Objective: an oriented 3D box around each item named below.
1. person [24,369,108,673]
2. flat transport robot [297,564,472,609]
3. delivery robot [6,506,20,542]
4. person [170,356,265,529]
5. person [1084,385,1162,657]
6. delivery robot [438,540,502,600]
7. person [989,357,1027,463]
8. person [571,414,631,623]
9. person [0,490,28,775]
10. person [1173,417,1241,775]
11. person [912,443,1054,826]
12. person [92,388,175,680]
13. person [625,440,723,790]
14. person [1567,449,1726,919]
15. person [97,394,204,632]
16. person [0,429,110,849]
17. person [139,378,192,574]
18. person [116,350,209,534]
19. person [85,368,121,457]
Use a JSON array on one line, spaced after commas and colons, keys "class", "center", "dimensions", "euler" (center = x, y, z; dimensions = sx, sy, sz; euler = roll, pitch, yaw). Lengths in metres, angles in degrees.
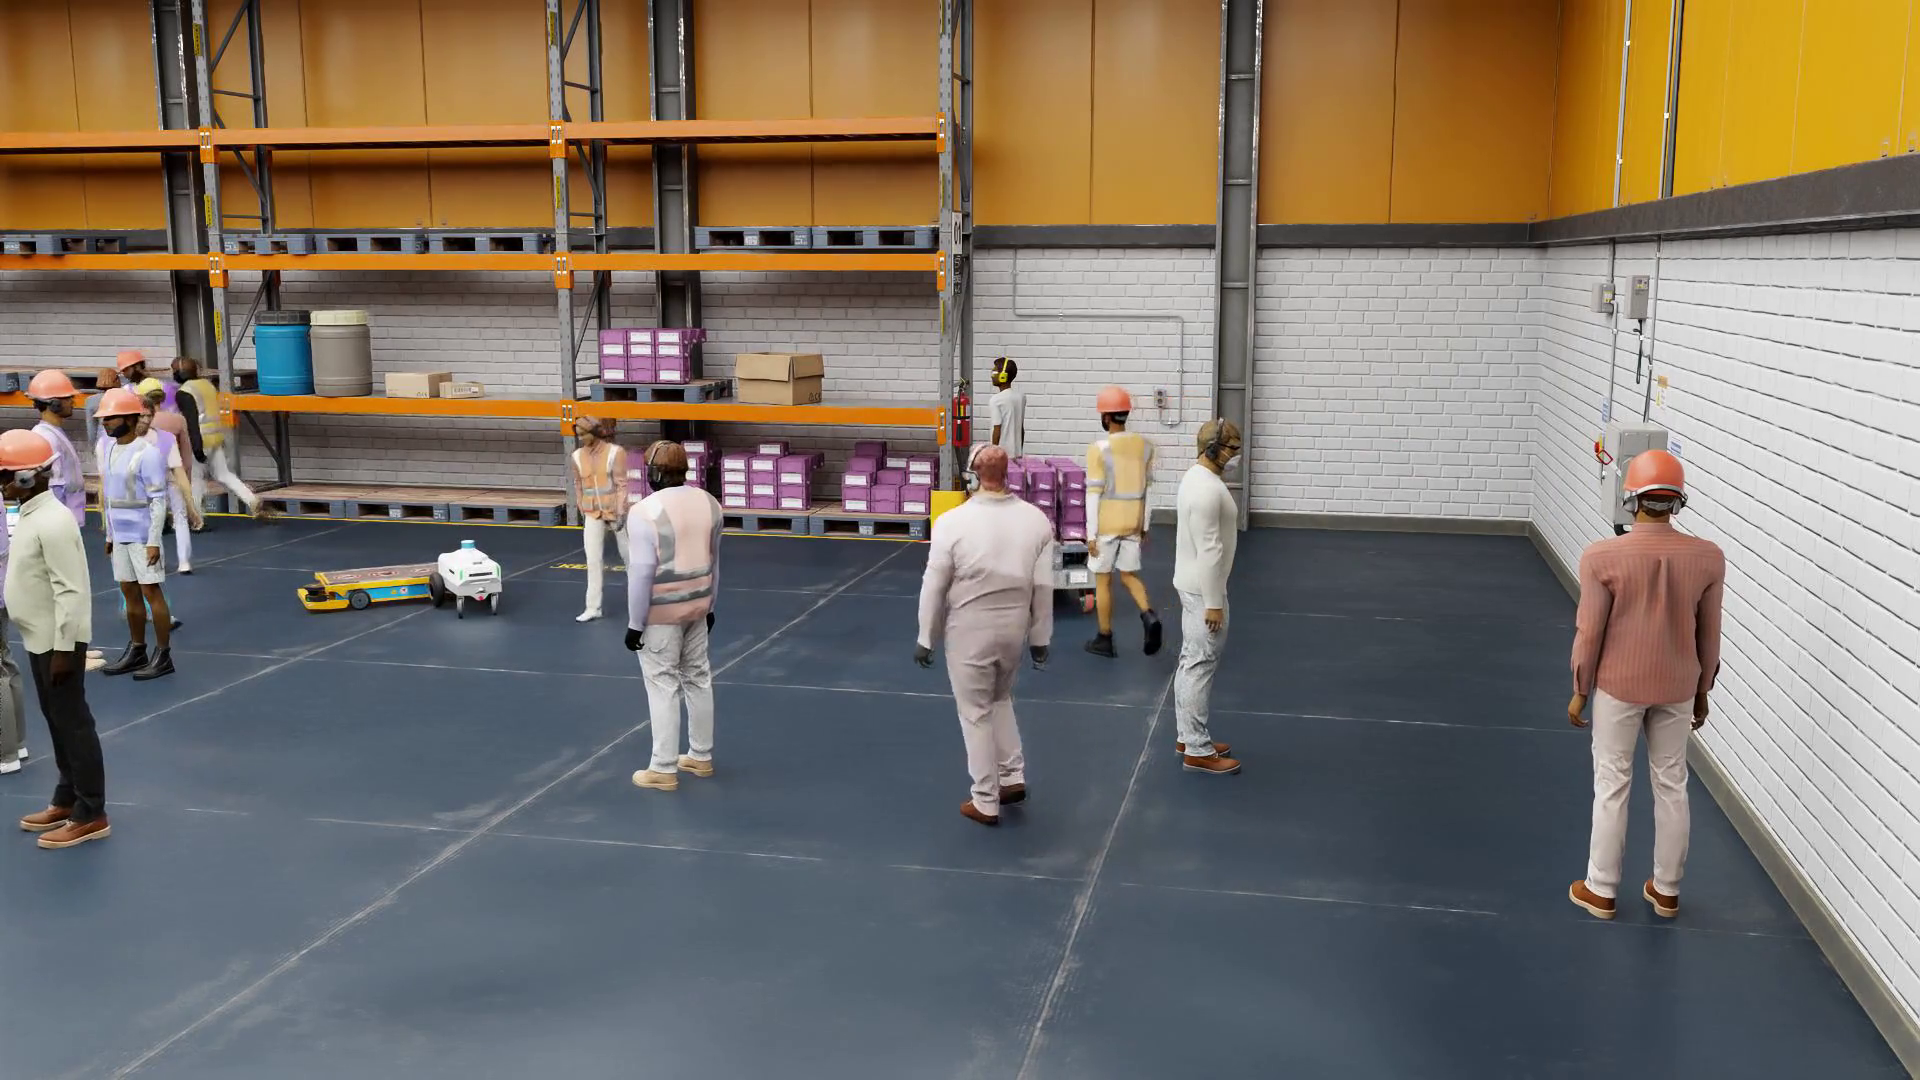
[{"class": "person", "center": [-6.047, -0.124, 11.229], "dimensions": [0.371, 2.045, 0.608], "euler": [-5, 11, -29]}, {"class": "flat transport robot", "center": [-4.625, 0.360, 13.608], "dimensions": [1.431, 0.197, 0.652], "euler": [-5, 11, -27]}, {"class": "delivery robot", "center": [-8.512, -0.061, 14.983], "dimensions": [0.477, 0.478, 0.707], "euler": [-4, 11, -25]}, {"class": "person", "center": [-7.696, -0.996, 17.126], "dimensions": [0.838, 1.808, 0.650], "euler": [1, 10, 3]}, {"class": "person", "center": [1.120, -0.105, 11.484], "dimensions": [0.567, 1.922, 0.638], "euler": [-5, 11, -28]}, {"class": "delivery robot", "center": [-3.885, 0.245, 13.168], "dimensions": [0.477, 0.478, 0.707], "euler": [-6, 11, -30]}, {"class": "person", "center": [0.412, -0.764, 15.522], "dimensions": [0.323, 1.875, 0.530], "euler": [7, 12, 36]}, {"class": "person", "center": [-2.769, -0.204, 13.041], "dimensions": [0.517, 1.592, 0.833], "euler": [2, 10, 12]}, {"class": "person", "center": [-5.295, 0.325, 8.940], "dimensions": [0.390, 1.920, 0.590], "euler": [-3, 10, -15]}, {"class": "person", "center": [1.349, 0.295, 9.077], "dimensions": [0.372, 1.934, 0.627], "euler": [0, 10, 2]}, {"class": "person", "center": [0.103, 0.464, 8.196], "dimensions": [0.648, 1.890, 0.446], "euler": [-6, 11, -33]}, {"class": "person", "center": [-5.494, -0.038, 11.029], "dimensions": [0.543, 1.940, 0.361], "euler": [5, 11, 29]}, {"class": "person", "center": [-1.532, 0.390, 8.782], "dimensions": [0.429, 1.842, 0.636], "euler": [7, 12, 35]}, {"class": "person", "center": [2.872, 0.614, 7.007], "dimensions": [0.613, 1.994, 0.382], "euler": [0, 10, 0]}, {"class": "person", "center": [-6.091, -0.200, 12.461], "dimensions": [0.998, 1.777, 0.599], "euler": [7, 12, 37]}, {"class": "person", "center": [-4.337, 0.463, 7.907], "dimensions": [0.392, 1.990, 0.614], "euler": [-7, 12, -38]}, {"class": "person", "center": [-7.099, -0.566, 14.774], "dimensions": [0.545, 1.727, 0.884], "euler": [-8, 12, -39]}, {"class": "person", "center": [-7.997, -0.961, 16.671], "dimensions": [0.766, 1.883, 0.418], "euler": [0, 10, -1]}, {"class": "person", "center": [-8.993, -1.009, 17.683], "dimensions": [0.498, 1.634, 0.279], "euler": [-2, 10, -14]}]
